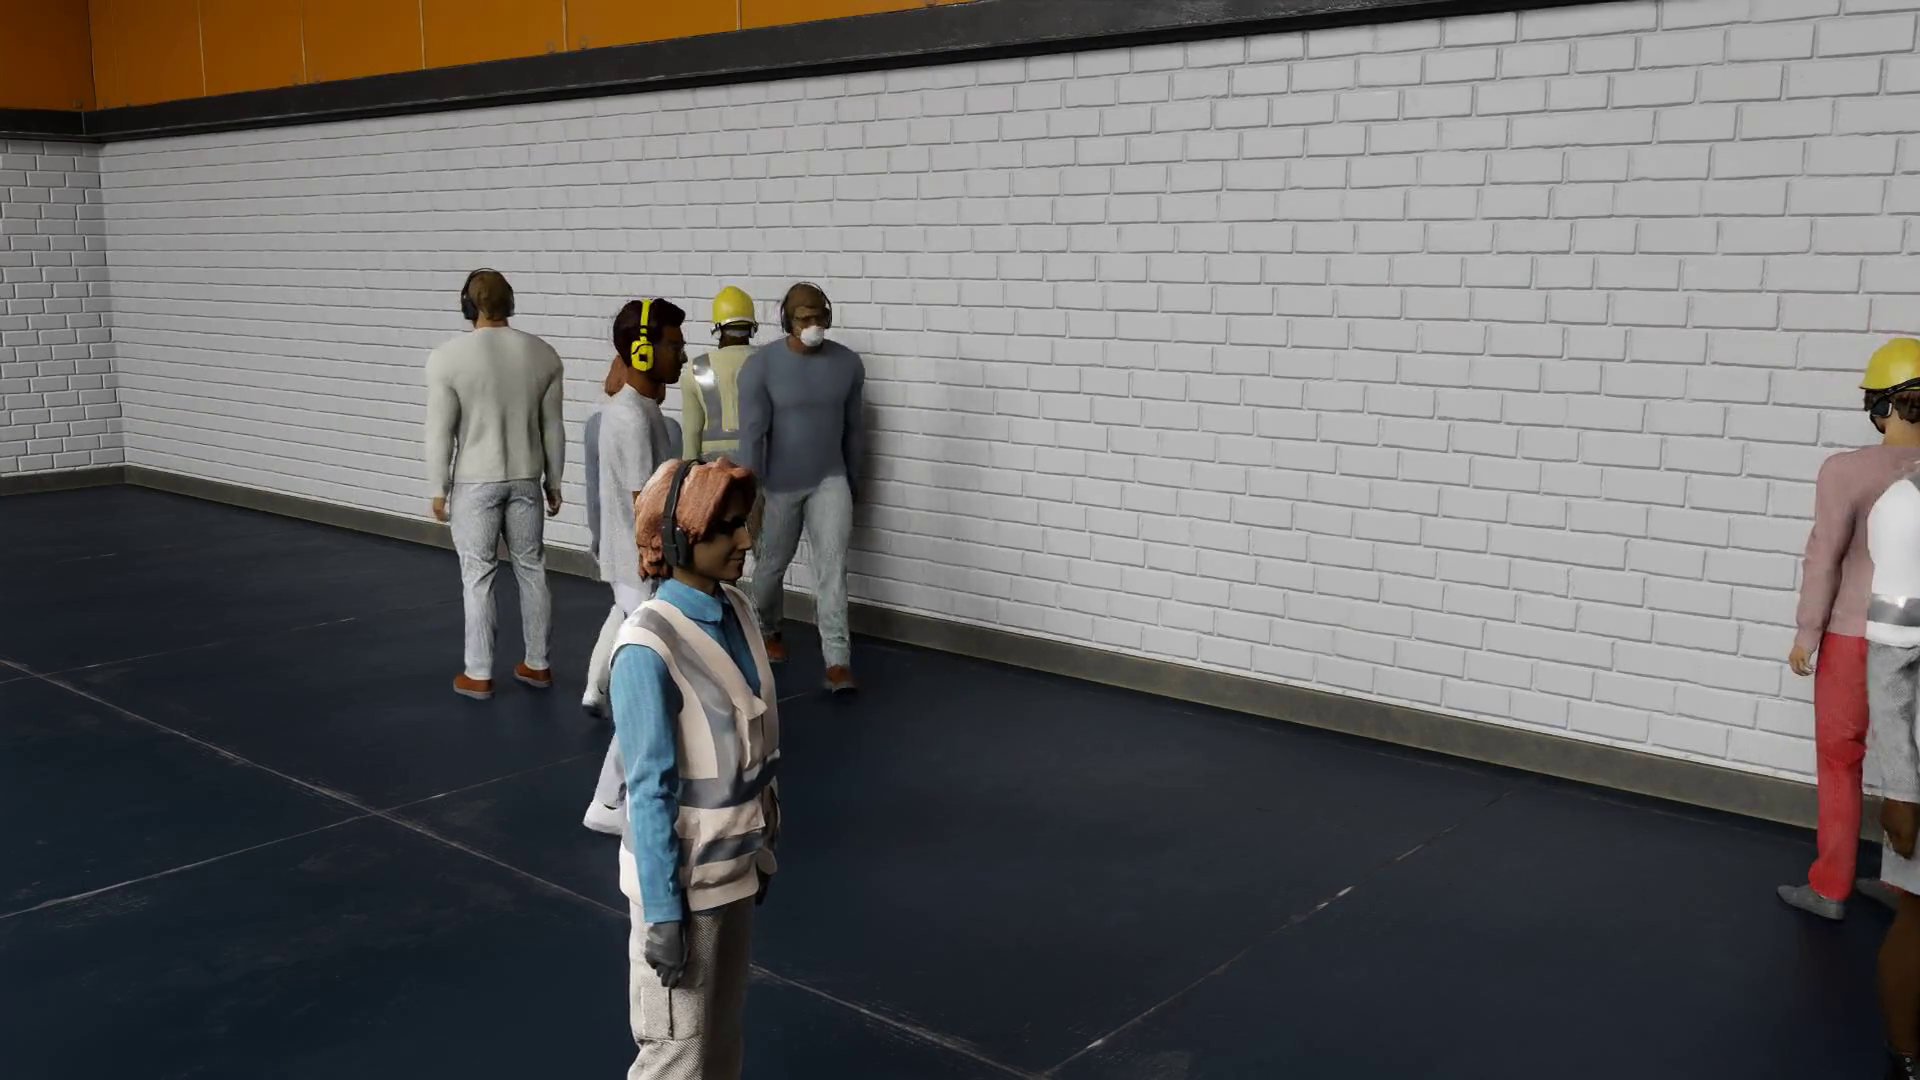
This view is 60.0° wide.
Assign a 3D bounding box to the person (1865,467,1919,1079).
[{"bbox_3d":[2.205,0.460,3.512,0.589,1.911,0.619,-1,10,-6],"label":"person"}]

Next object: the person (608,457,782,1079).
[{"bbox_3d":[-0.498,0.656,3.189,0.306,1.640,0.522,2,10,11],"label":"person"}]

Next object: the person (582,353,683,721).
[{"bbox_3d":[-1.343,-0.003,6.978,0.520,1.631,0.429,6,12,30],"label":"person"}]

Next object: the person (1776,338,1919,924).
[{"bbox_3d":[2.767,0.277,5.015,0.526,1.761,0.329,-1,10,-8],"label":"person"}]

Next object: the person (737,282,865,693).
[{"bbox_3d":[-0.749,-0.272,7.792,0.641,1.891,1.033,-5,11,-24],"label":"person"}]

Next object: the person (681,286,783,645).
[{"bbox_3d":[-1.105,-0.342,8.309,0.590,1.837,0.404,-4,11,-22],"label":"person"}]

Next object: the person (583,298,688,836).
[{"bbox_3d":[-1.031,0.138,5.534,0.423,1.861,0.558,-2,10,-13],"label":"person"}]

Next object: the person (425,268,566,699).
[{"bbox_3d":[-2.088,-0.254,7.539,0.632,1.933,0.375,-8,13,-39],"label":"person"}]
